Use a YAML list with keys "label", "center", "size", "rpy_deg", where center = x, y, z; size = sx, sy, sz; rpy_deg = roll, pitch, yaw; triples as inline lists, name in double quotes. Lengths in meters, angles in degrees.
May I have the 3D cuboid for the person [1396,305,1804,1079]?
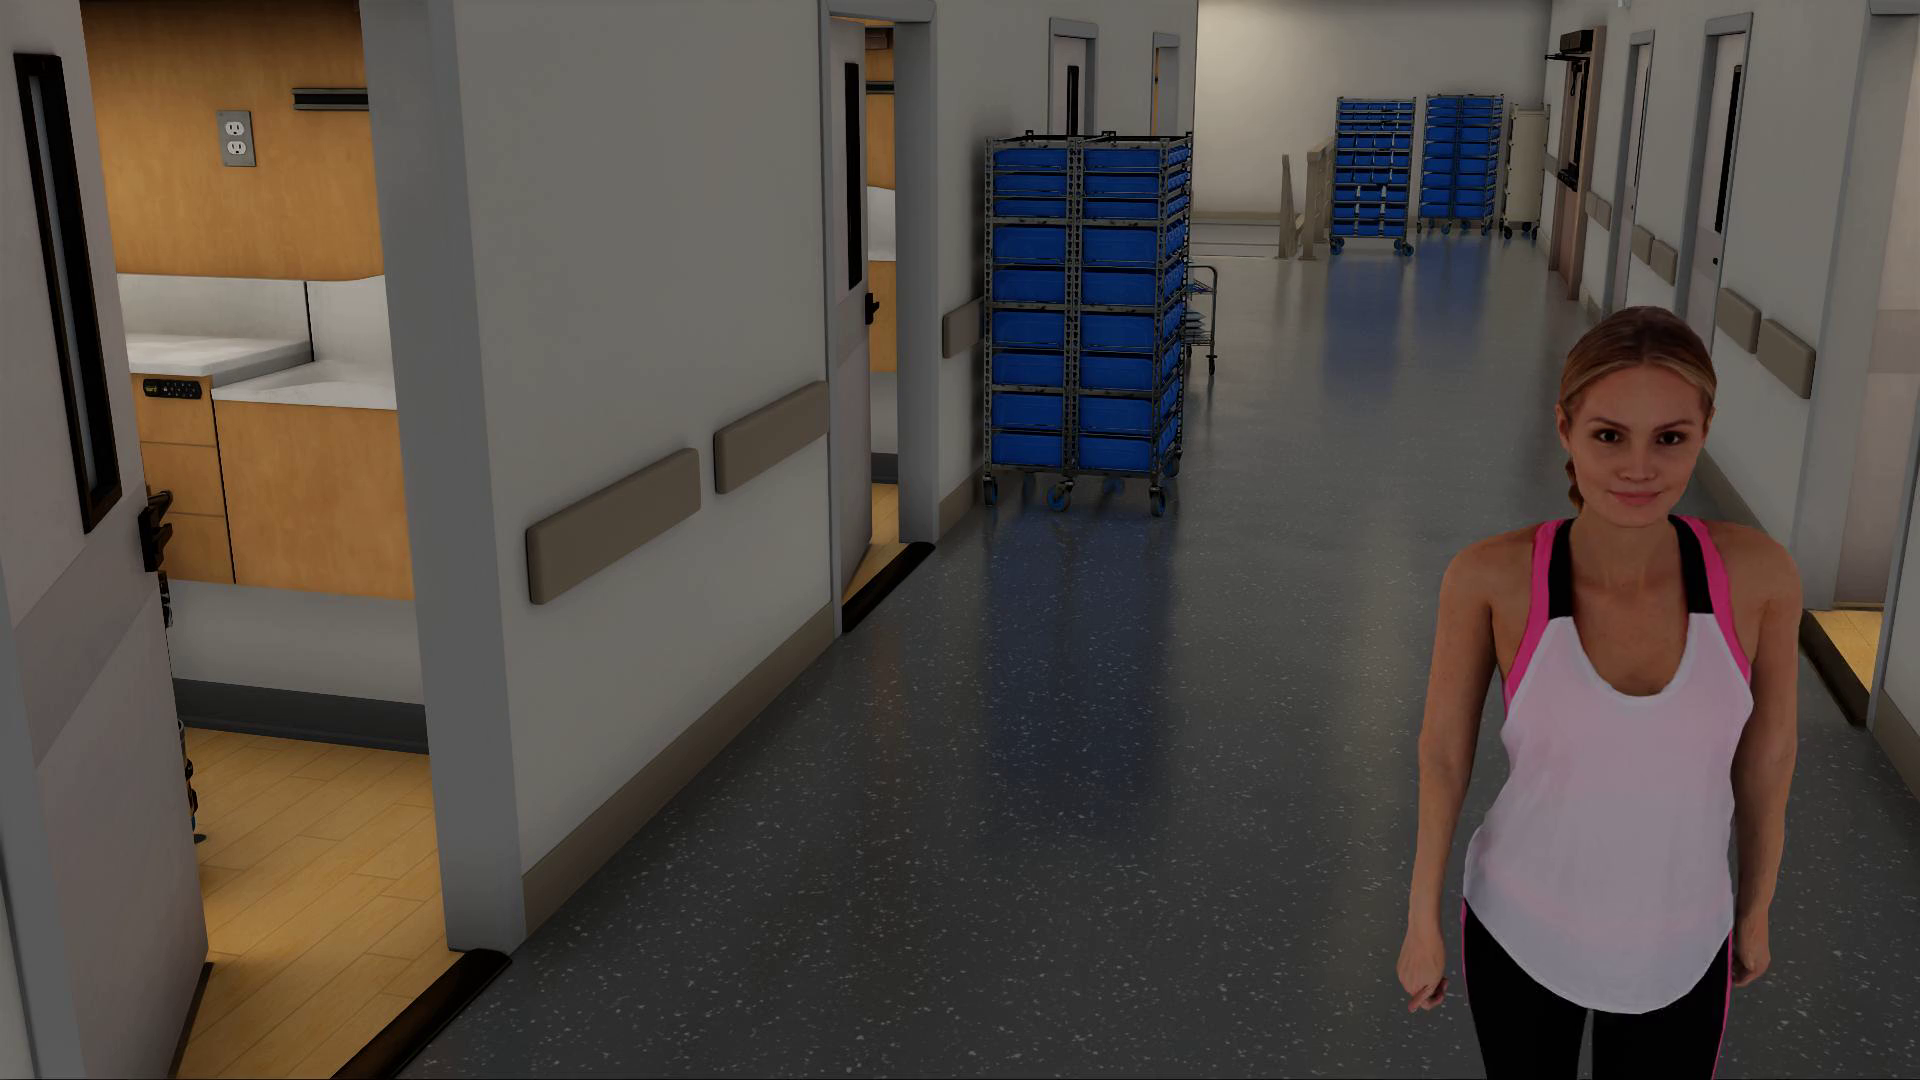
- label: "person"
  center: [0.879, 0.550, 2.311]
  size: [0.665, 1.737, 1.016]
  rpy_deg: [5, 16, 16]
